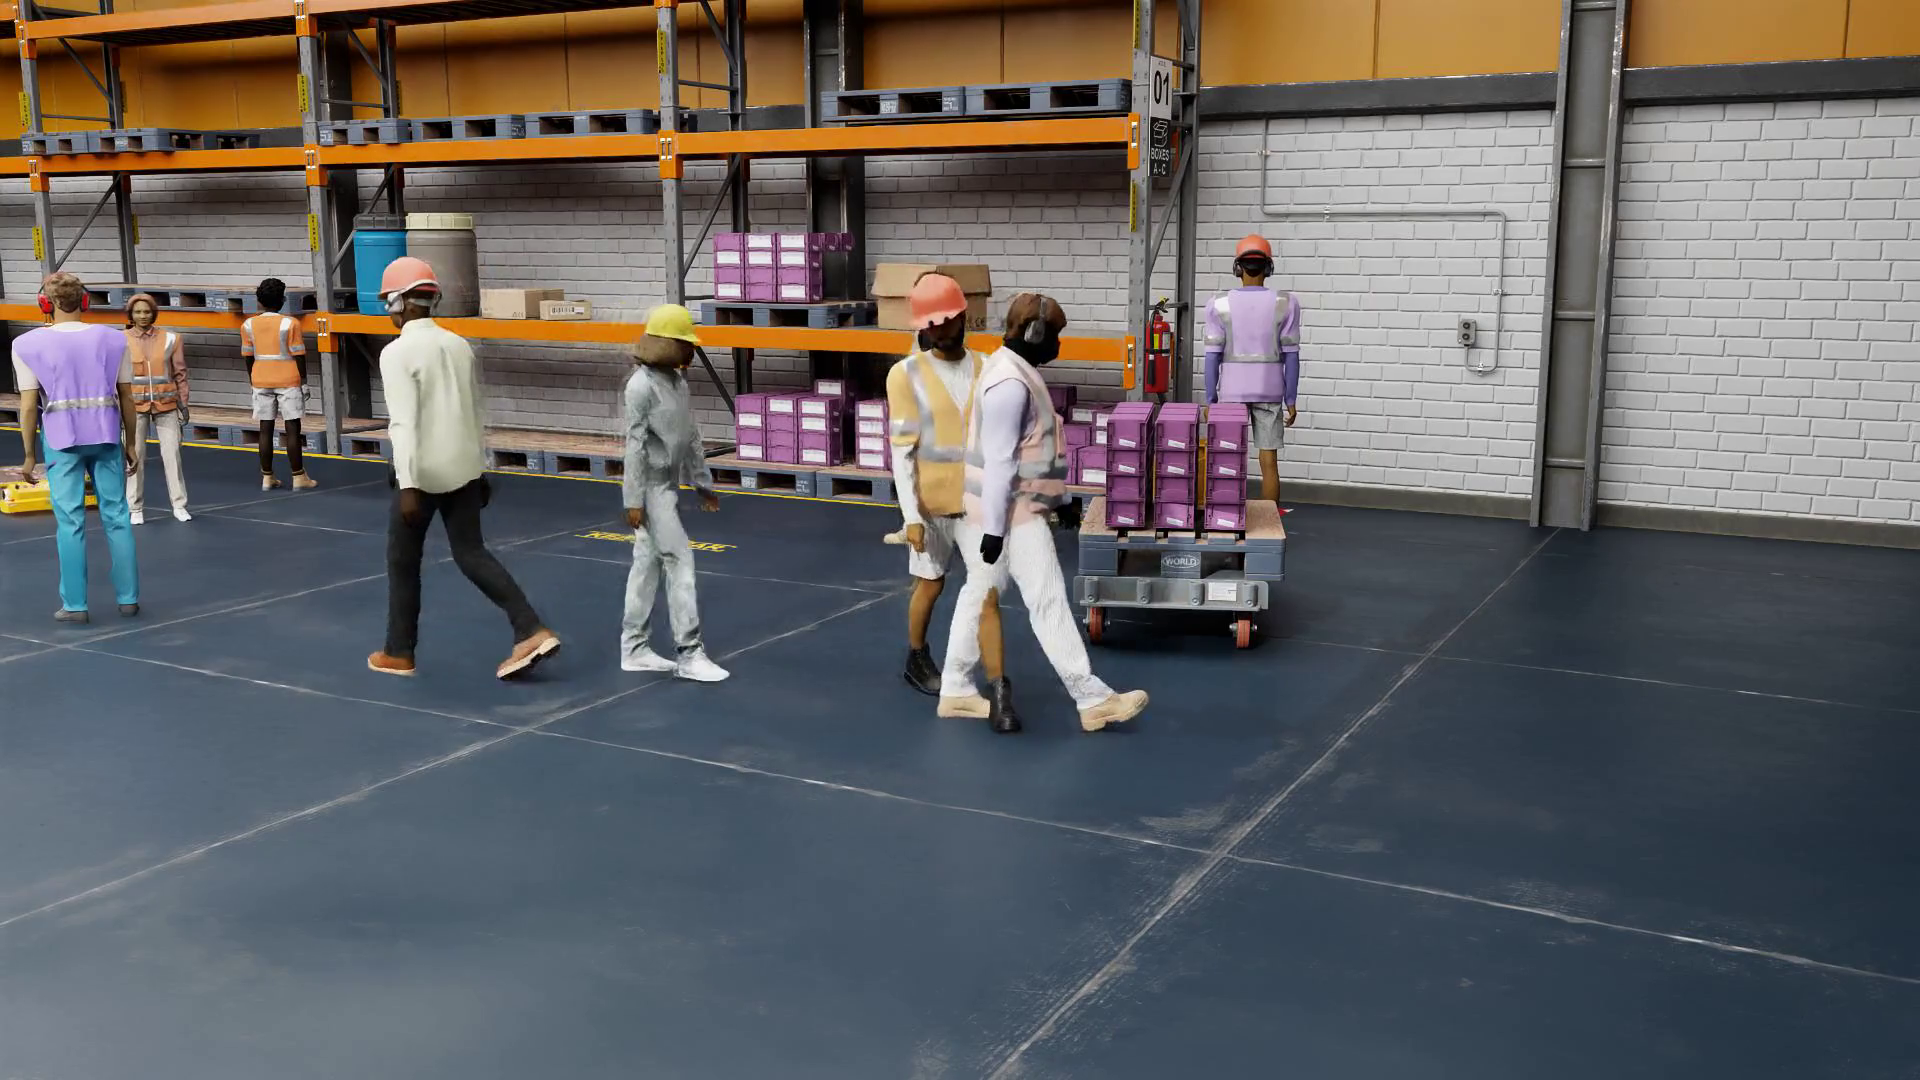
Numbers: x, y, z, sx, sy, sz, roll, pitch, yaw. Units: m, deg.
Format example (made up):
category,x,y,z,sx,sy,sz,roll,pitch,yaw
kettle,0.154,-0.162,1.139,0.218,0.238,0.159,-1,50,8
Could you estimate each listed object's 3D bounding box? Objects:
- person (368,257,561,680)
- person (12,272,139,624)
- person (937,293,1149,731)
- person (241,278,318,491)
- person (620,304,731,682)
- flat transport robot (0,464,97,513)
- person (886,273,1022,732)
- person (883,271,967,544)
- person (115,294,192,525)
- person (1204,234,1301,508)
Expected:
category,x,y,z,sx,sy,sz,roll,pitch,yaw
person,-2.312,-0.310,7.565,0.945,1.946,0.673,5,11,23
person,-4.604,-0.474,8.719,0.563,1.841,0.390,-9,14,-41
person,0.322,-0.111,6.864,0.909,1.788,0.620,0,10,-1
person,-5.443,-1.234,13.277,0.533,1.697,0.319,1,10,8
person,-1.287,-0.211,7.606,0.713,1.707,0.515,2,11,11
flat transport robot,-7.101,-0.412,12.687,0.652,0.197,1.431,-10,14,-42
person,-0.040,-0.179,7.022,0.574,1.880,0.953,-5,11,-24
person,-0.080,-0.837,10.794,0.805,1.810,0.623,1,10,5
person,-5.716,-0.920,11.750,0.512,1.630,0.318,-6,12,-31
person,1.865,-0.929,10.668,0.605,2.040,0.385,2,10,9
